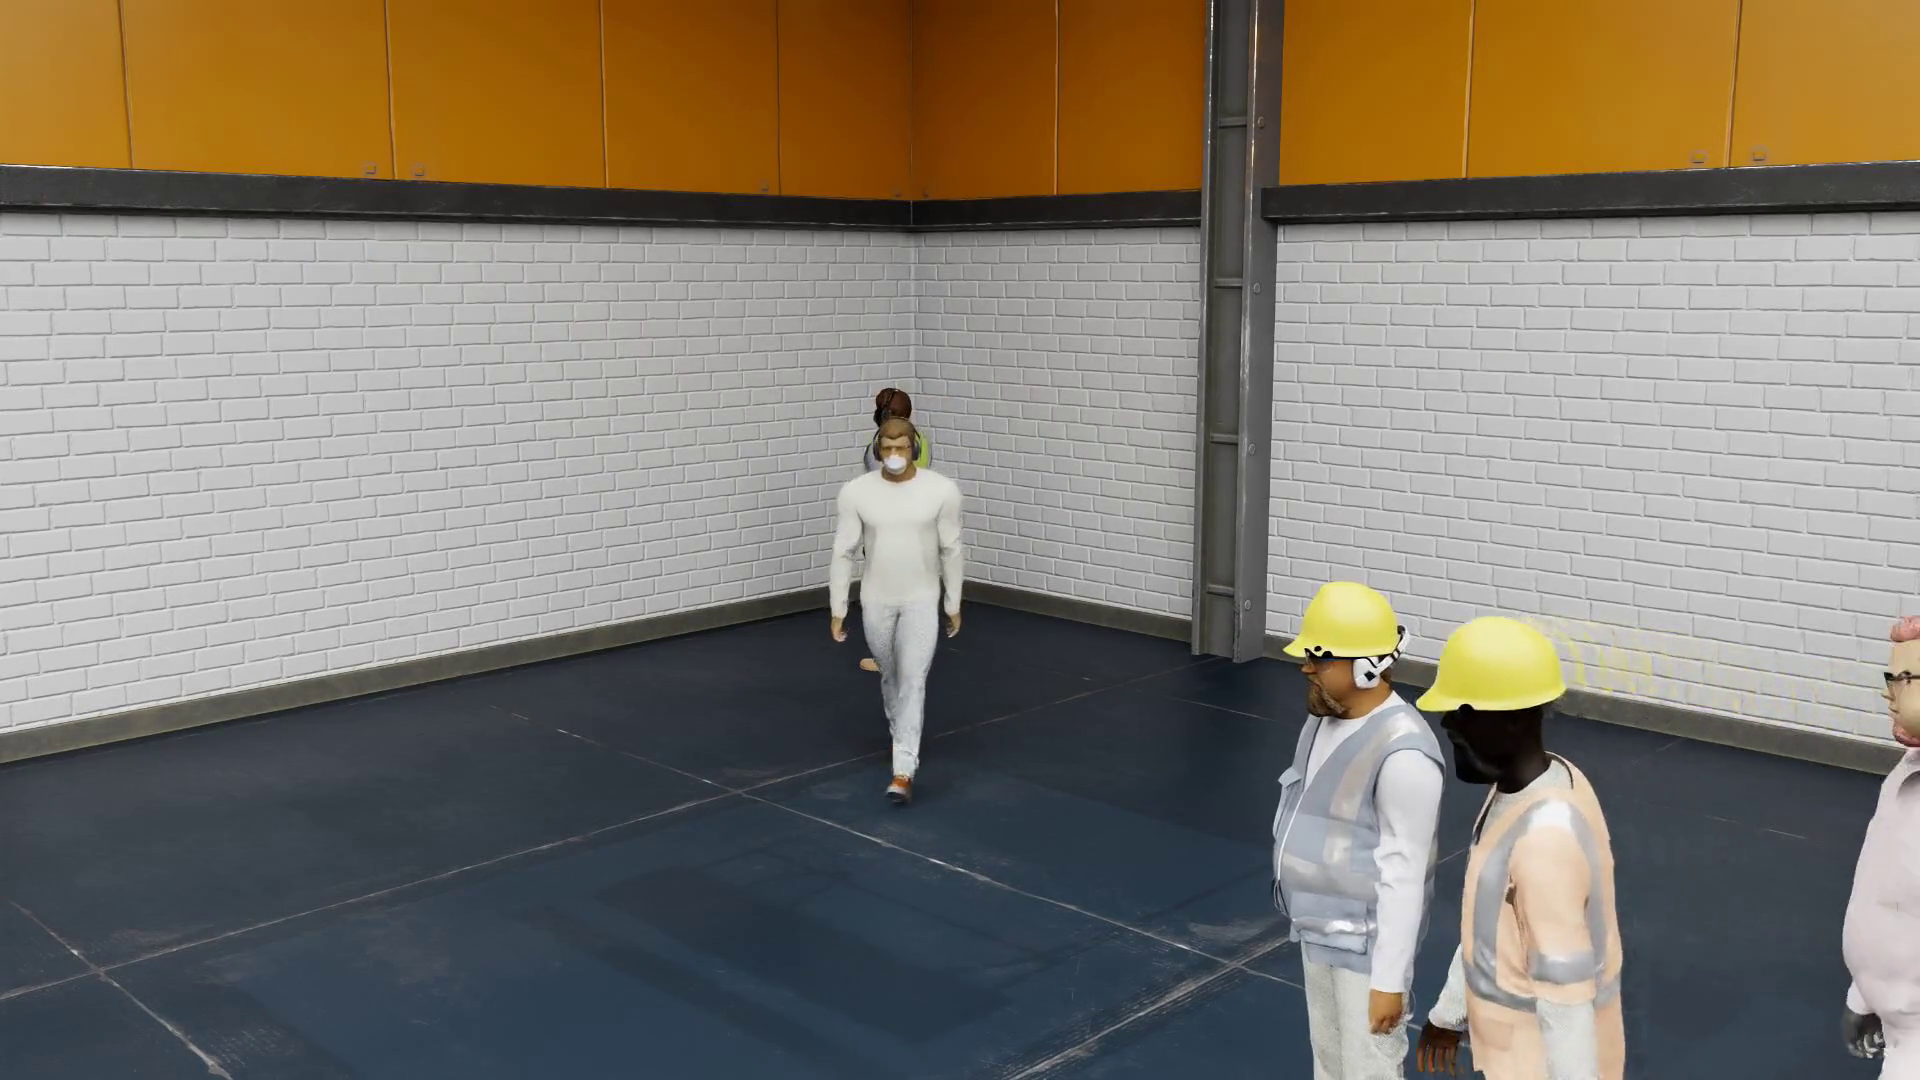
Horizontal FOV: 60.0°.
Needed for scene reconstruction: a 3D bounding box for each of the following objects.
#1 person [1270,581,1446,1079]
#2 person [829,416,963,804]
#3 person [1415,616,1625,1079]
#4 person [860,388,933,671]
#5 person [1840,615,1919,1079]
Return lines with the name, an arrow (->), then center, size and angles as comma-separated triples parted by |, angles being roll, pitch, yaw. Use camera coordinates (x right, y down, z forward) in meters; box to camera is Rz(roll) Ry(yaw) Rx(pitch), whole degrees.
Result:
person -> 1.006, 1.007, 4.311 | 0.403, 1.826, 0.591 | -2, 9, -11
person -> -0.324, 0.326, 8.294 | 0.655, 1.879, 1.042 | 1, 9, 6
person -> 1.117, 1.094, 3.552 | 0.854, 1.886, 0.593 | 3, 10, 20
person -> -0.440, -0.067, 10.827 | 0.429, 1.847, 0.627 | 5, 11, 28
person -> 2.055, 1.087, 3.705 | 0.959, 1.855, 0.655 | 2, 10, 13
